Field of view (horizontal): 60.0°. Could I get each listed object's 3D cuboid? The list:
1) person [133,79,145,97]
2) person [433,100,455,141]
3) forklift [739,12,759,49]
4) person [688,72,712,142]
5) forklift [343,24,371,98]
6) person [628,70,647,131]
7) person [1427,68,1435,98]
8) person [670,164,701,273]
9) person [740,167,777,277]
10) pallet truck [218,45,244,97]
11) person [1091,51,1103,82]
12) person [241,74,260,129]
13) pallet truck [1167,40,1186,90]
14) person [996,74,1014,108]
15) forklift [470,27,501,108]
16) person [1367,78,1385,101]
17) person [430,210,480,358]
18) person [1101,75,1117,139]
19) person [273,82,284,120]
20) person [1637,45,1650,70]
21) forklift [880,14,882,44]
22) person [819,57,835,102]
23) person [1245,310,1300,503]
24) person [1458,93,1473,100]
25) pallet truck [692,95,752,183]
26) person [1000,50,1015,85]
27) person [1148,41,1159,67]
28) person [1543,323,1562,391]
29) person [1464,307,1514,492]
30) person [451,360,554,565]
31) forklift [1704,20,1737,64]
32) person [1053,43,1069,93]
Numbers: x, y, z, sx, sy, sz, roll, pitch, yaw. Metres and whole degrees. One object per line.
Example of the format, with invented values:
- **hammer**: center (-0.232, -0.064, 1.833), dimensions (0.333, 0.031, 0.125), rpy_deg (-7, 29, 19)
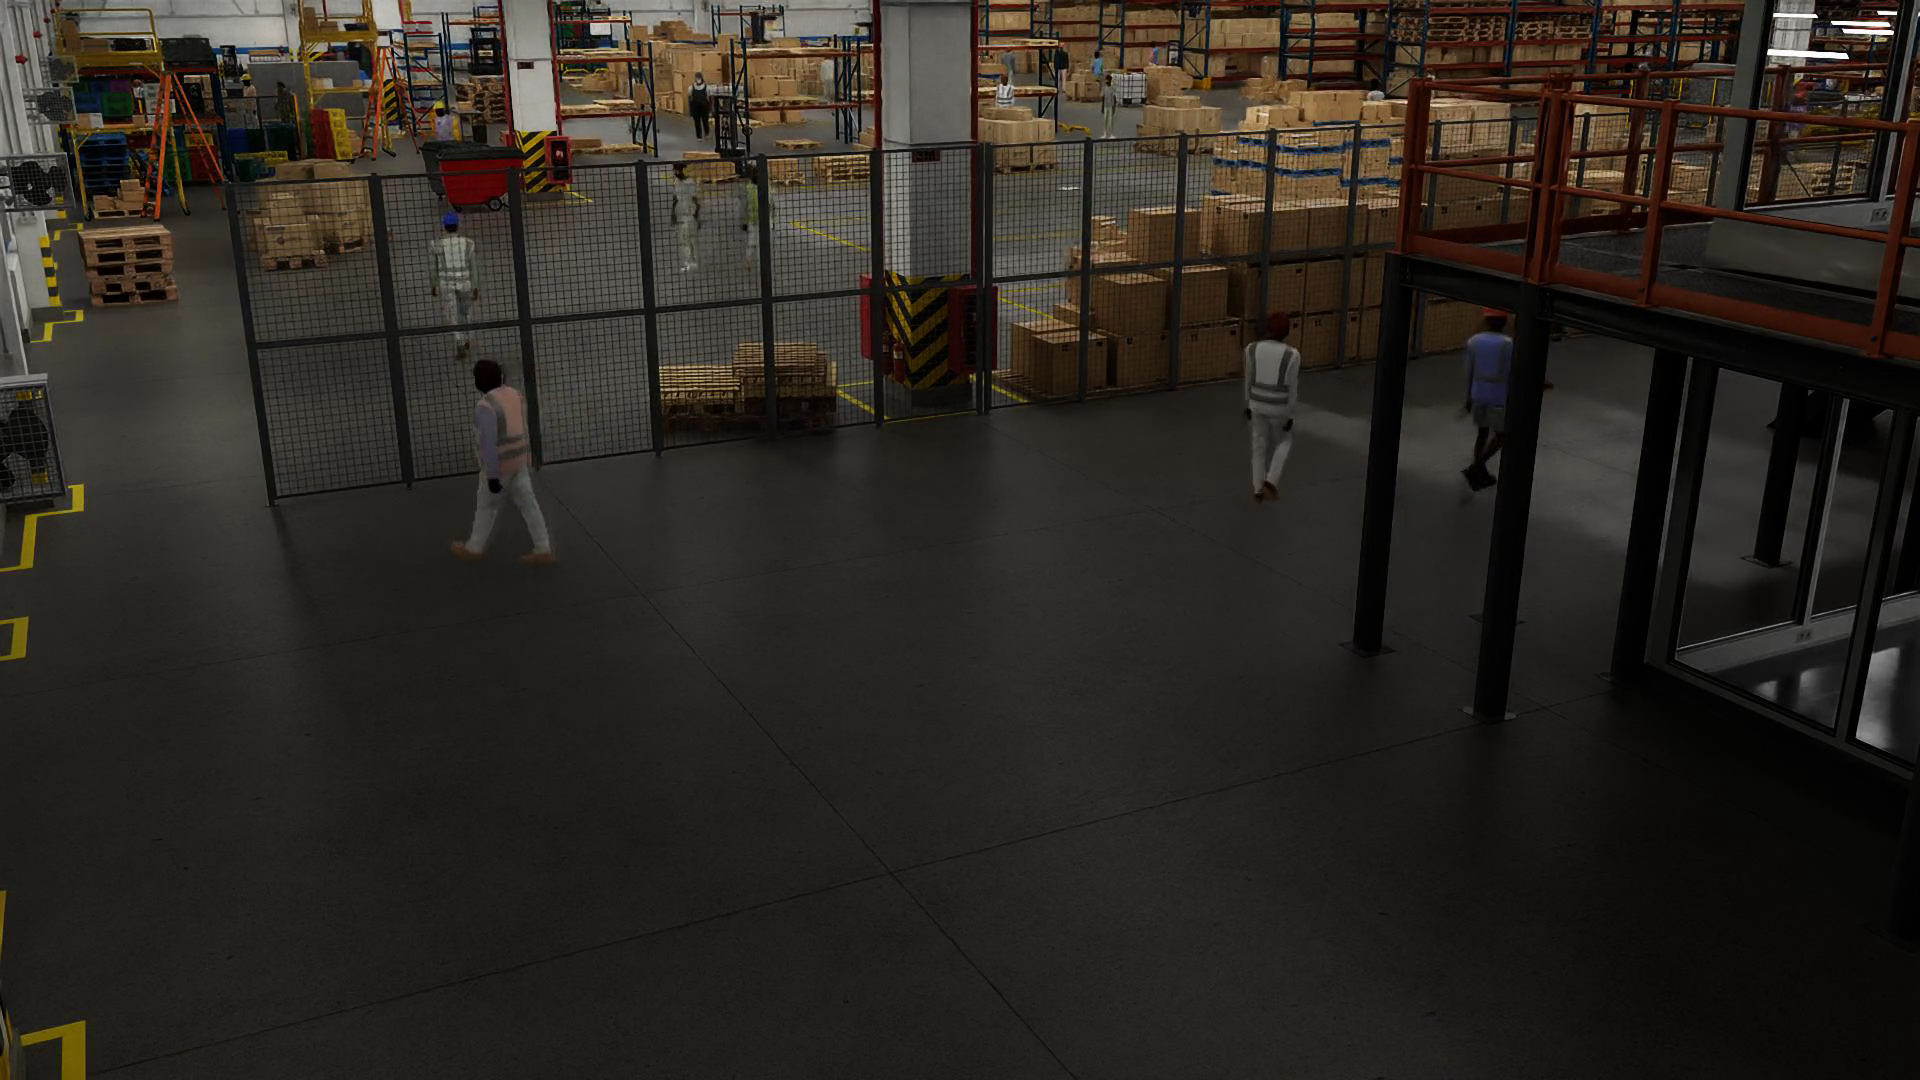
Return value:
- **person**: center (-25.346, -13.407, 51.423), dimensions (0.522, 1.631, 0.325), rpy_deg (6, 20, 18)
- **person**: center (-12.255, -9.457, 39.526), dimensions (0.593, 1.925, 0.382), rpy_deg (12, 22, 30)
- **forklift**: center (-10.012, -24.373, 81.324), dimensions (1.873, 2.768, 1.129), rpy_deg (-3, 19, -8)
- **person**: center (-7.631, -12.694, 48.735), dimensions (0.693, 2.000, 0.536), rpy_deg (-1, 19, -4)
- **forklift**: center (-23.409, -18.630, 64.674), dimensions (1.129, 2.768, 1.873), rpy_deg (13, 23, 33)
- **person**: center (-10.062, -13.663, 51.749), dimensions (0.642, 1.915, 0.782), rpy_deg (15, 24, 37)
- **person**: center (16.100, -15.371, 57.099), dimensions (0.512, 1.642, 0.312), rpy_deg (-16, 25, -39)
- **person**: center (-4.676, -5.433, 27.972), dimensions (0.573, 1.844, 0.648), rpy_deg (15, 24, 37)
- **person**: center (-3.339, -5.307, 27.640), dimensions (0.640, 1.830, 0.609), rpy_deg (-10, 22, -27)
- **pallet truck**: center (-28.879, -18.665, 66.111), dimensions (0.823, 1.965, 1.885), rpy_deg (-3, 19, -9)
- **person**: center (5.440, -18.869, 67.174), dimensions (0.734, 1.666, 0.557), rpy_deg (17, 26, 41)
- **person**: center (-21.024, -12.832, 49.306), dimensions (0.587, 1.928, 0.363), rpy_deg (17, 26, 41)
- **pallet truck**: center (9.045, -19.971, 69.895), dimensions (0.823, 1.965, 1.885), rpy_deg (-3, 19, -8)
- **person**: center (1.332, -12.964, 49.758), dimensions (0.572, 1.883, 0.358), rpy_deg (8, 20, 21)
- **forklift**: center (-17.318, -17.331, 60.909), dimensions (1.129, 2.768, 1.873), rpy_deg (-5, 20, -13)
- **person**: center (11.594, -11.934, 46.647), dimensions (0.604, 1.964, 0.367), rpy_deg (-13, 23, -33)
- **person**: center (-6.642, -3.378, 21.931), dimensions (0.602, 1.914, 0.920), rpy_deg (-10, 21, -26)
- **person**: center (4.452, -12.952, 49.764), dimensions (0.507, 1.861, 0.333), rpy_deg (16, 25, 39)
- **person**: center (-20.146, -12.792, 49.573), dimensions (0.551, 1.669, 0.412), rpy_deg (-14, 24, -35)
- **person**: center (29.931, -20.827, 72.879), dimensions (0.529, 1.666, 0.799), rpy_deg (11, 22, 29)
- **forklift**: center (-3.724, -23.392, 78.480), dimensions (1.873, 2.768, 1.129), rpy_deg (-10, 21, -26)
- **person**: center (-4.956, -17.140, 61.795), dimensions (0.656, 1.922, 0.433), rpy_deg (-15, 24, -37)
- **person**: center (2.957, -1.260, 15.846), dimensions (0.571, 1.868, 0.409), rpy_deg (11, 22, 29)
- **person**: center (14.826, -12.554, 48.824), dimensions (0.540, 1.720, 0.916), rpy_deg (-6, 20, -17)
- **pallet truck**: center (-5.836, -9.608, 39.856), dimensions (0.823, 1.965, 1.885), rpy_deg (10, 22, 27)
- **person**: center (1.923, -18.908, 66.945), dimensions (0.634, 1.917, 0.779), rpy_deg (-2, 19, -6)
- **person**: center (8.636, -21.260, 73.915), dimensions (0.875, 1.811, 0.630), rpy_deg (-7, 20, -20)
- **person**: center (6.849, -2.683, 19.833), dimensions (0.861, 1.968, 0.619), rpy_deg (-6, 20, -18)
- **person**: center (5.128, -1.389, 16.141), dimensions (0.640, 1.924, 0.568), rpy_deg (-17, 25, -40)
- **person**: center (-3.938, -0.648, 14.177), dimensions (0.942, 1.798, 0.652), rpy_deg (6, 20, 16)
- **forklift**: center (31.816, -20.098, 68.929), dimensions (1.873, 2.768, 1.129), rpy_deg (9, 21, 23)
- **person**: center (4.126, -19.201, 67.735), dimensions (0.659, 1.972, 0.497), rpy_deg (6, 20, 17)
